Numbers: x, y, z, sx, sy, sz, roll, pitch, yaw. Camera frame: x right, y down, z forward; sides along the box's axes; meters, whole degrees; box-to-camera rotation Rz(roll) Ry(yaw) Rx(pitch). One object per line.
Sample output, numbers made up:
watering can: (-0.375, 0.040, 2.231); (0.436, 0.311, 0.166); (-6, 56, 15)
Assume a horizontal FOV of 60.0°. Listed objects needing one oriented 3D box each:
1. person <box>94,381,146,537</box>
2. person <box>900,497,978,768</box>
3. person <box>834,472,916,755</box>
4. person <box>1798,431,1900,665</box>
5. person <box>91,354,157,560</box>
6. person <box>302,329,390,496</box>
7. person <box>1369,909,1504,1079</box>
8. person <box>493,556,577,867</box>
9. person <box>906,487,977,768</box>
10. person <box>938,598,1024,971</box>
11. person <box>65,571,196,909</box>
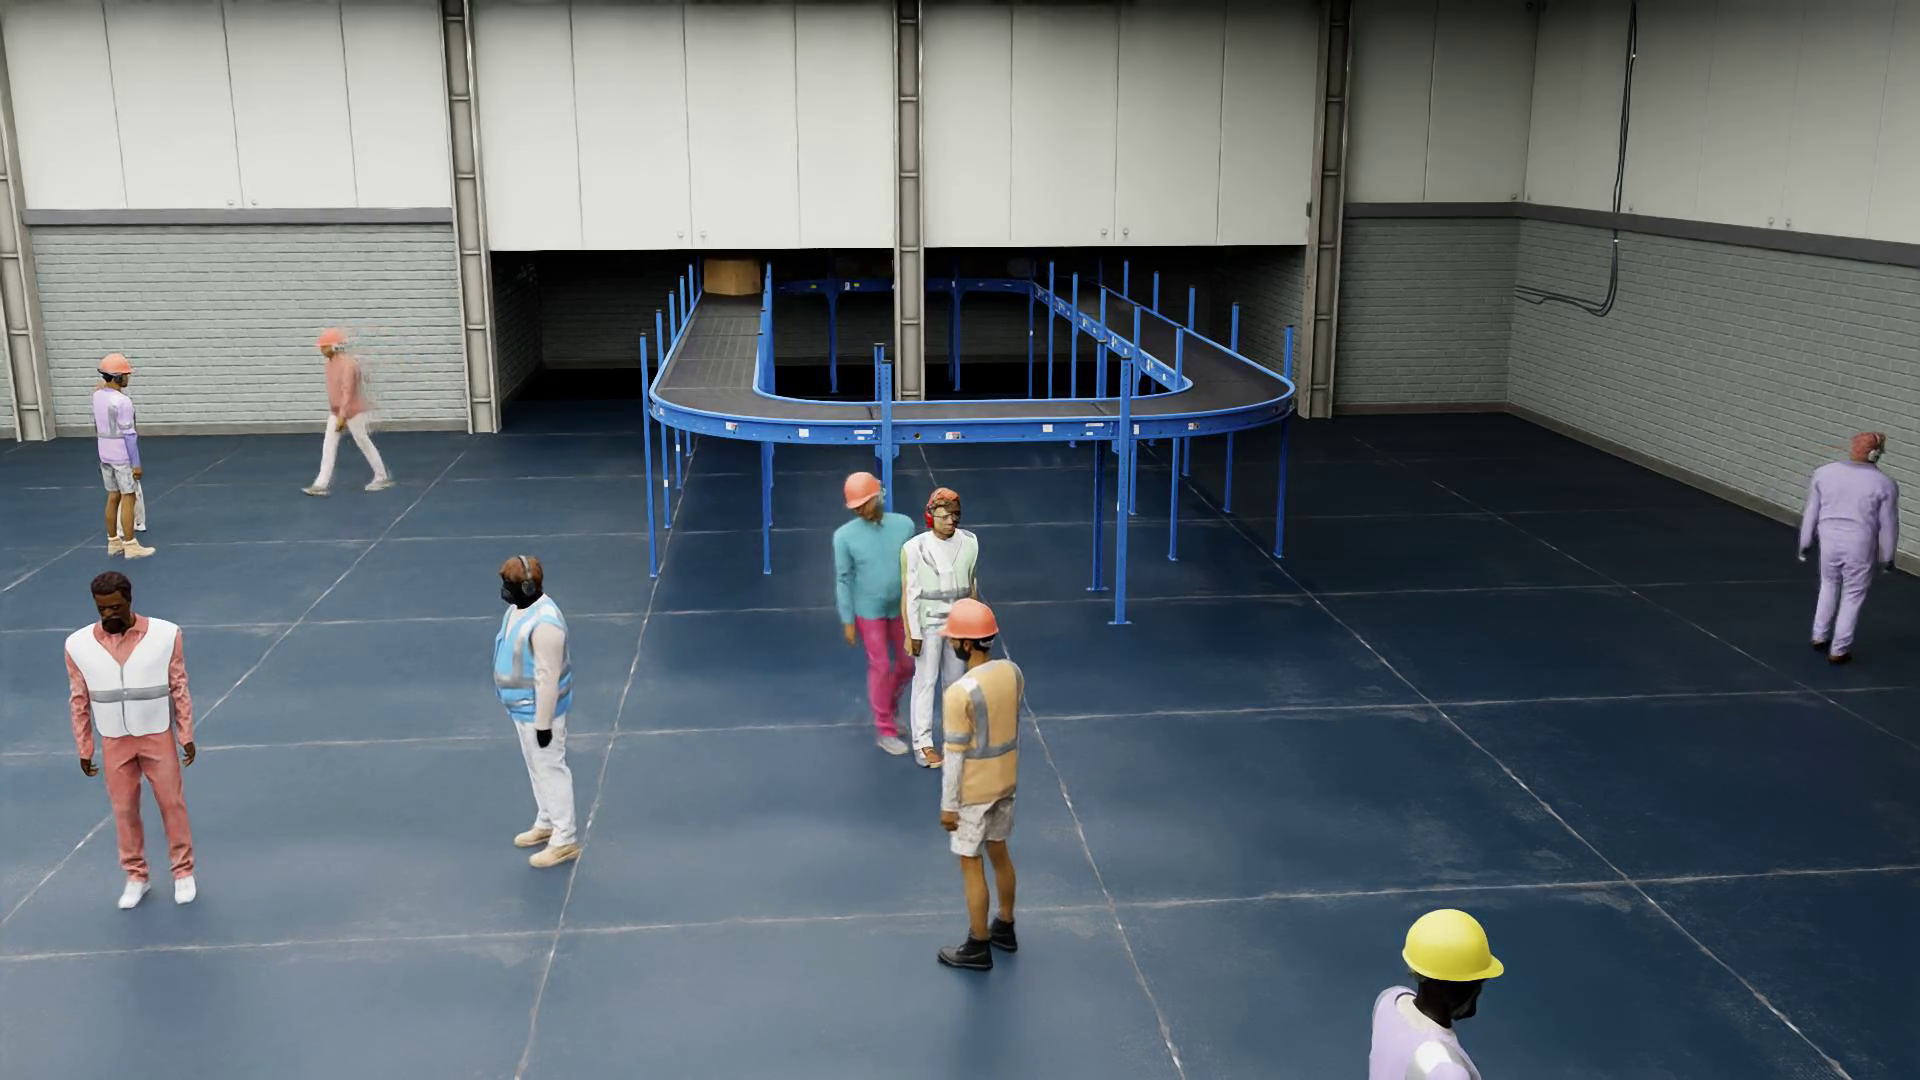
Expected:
person: (-8.767, -0.842, 17.337); (0.309, 1.641, 0.513); (4, 14, 14)
person: (-0.135, 0.591, 11.178); (0.565, 1.849, 0.388); (-7, 16, -27)
person: (-0.511, 0.491, 11.366); (0.647, 1.953, 0.493); (-8, 16, -28)
person: (7.161, 0.042, 13.323); (0.693, 1.871, 0.695); (-12, 18, -39)
person: (-8.303, -0.829, 16.501); (0.603, 2.034, 0.417); (10, 17, 34)
person: (-7.144, -1.475, 19.285); (0.614, 1.943, 1.023); (11, 17, 36)
person: (1.451, 2.047, 5.196); (0.363, 1.928, 0.587); (-2, 14, -8)
person: (-2.473, 0.979, 9.672); (0.430, 1.838, 0.630); (-8, 16, -28)
person: (-0.105, 0.579, 11.161); (0.576, 1.882, 0.355); (-11, 18, -37)
person: (0.085, 1.234, 8.461); (0.397, 1.928, 0.546); (11, 18, 37)
person: (-4.522, 1.079, 9.119); (0.599, 1.908, 0.403); (-5, 15, -17)
